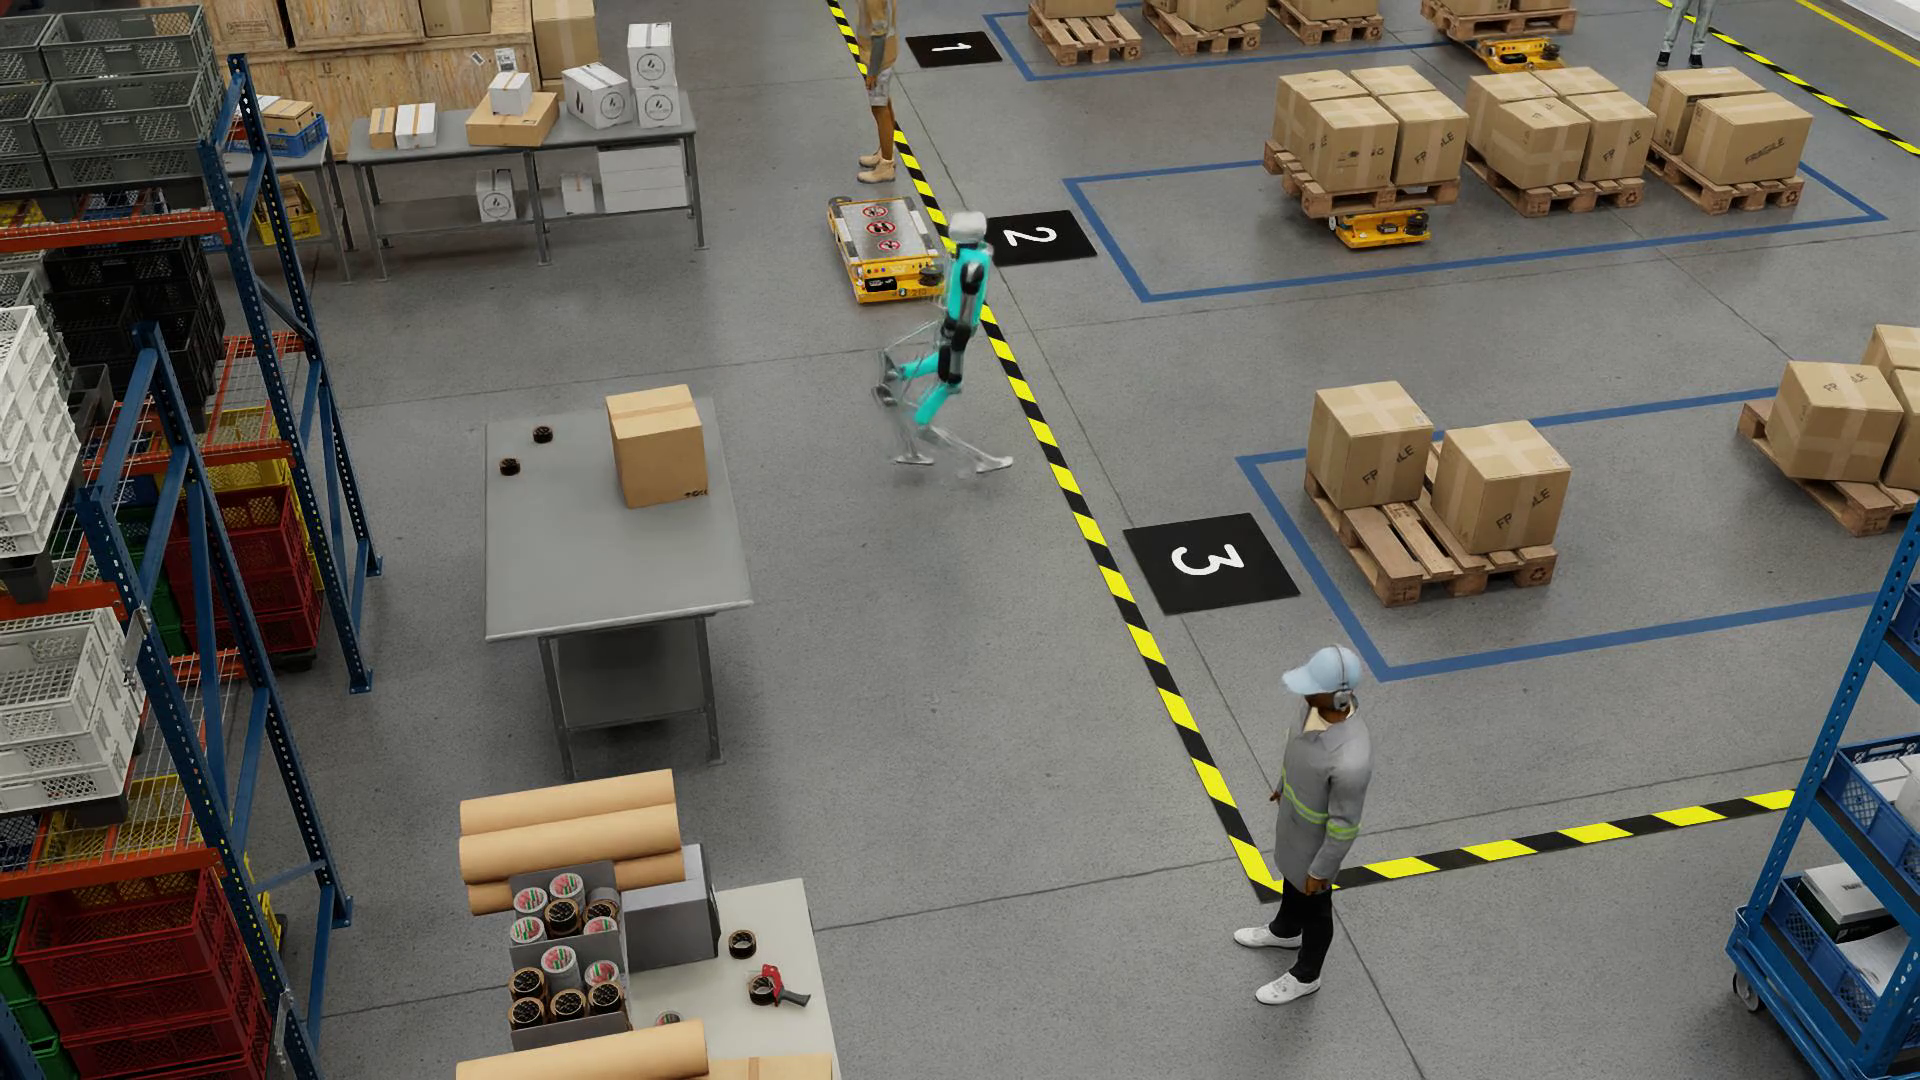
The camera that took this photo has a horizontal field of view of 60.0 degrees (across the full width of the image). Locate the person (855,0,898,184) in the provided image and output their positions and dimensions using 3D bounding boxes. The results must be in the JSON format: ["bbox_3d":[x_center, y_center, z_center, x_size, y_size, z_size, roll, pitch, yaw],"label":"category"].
[{"bbox_3d":[-0.676,-3.857,13.250,0.360,2.047,0.612,1,37,2],"label":"person"}]

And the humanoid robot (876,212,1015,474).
[{"bbox_3d":[-0.141,-1.104,9.791,0.969,1.738,0.540,1,37,1],"label":"humanoid robot"}]

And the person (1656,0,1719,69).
[{"bbox_3d":[6.882,-5.272,15.337,0.586,1.822,0.404,9,38,12],"label":"person"}]

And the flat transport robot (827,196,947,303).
[{"bbox_3d":[-0.570,-2.220,12.538,0.659,0.231,1.431,-8,37,-10],"label":"flat transport robot"}]

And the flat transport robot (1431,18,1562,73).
[{"bbox_3d":[5.187,-4.896,16.111,0.652,0.197,1.431,-8,37,-10],"label":"flat transport robot"}]

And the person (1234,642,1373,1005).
[{"bbox_3d":[1.393,1.137,6.699,0.375,1.853,0.589,-4,37,-6],"label":"person"}]

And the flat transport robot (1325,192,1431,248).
[{"bbox_3d":[3.134,-2.740,13.213,0.652,0.197,1.431,-8,37,-10],"label":"flat transport robot"}]
